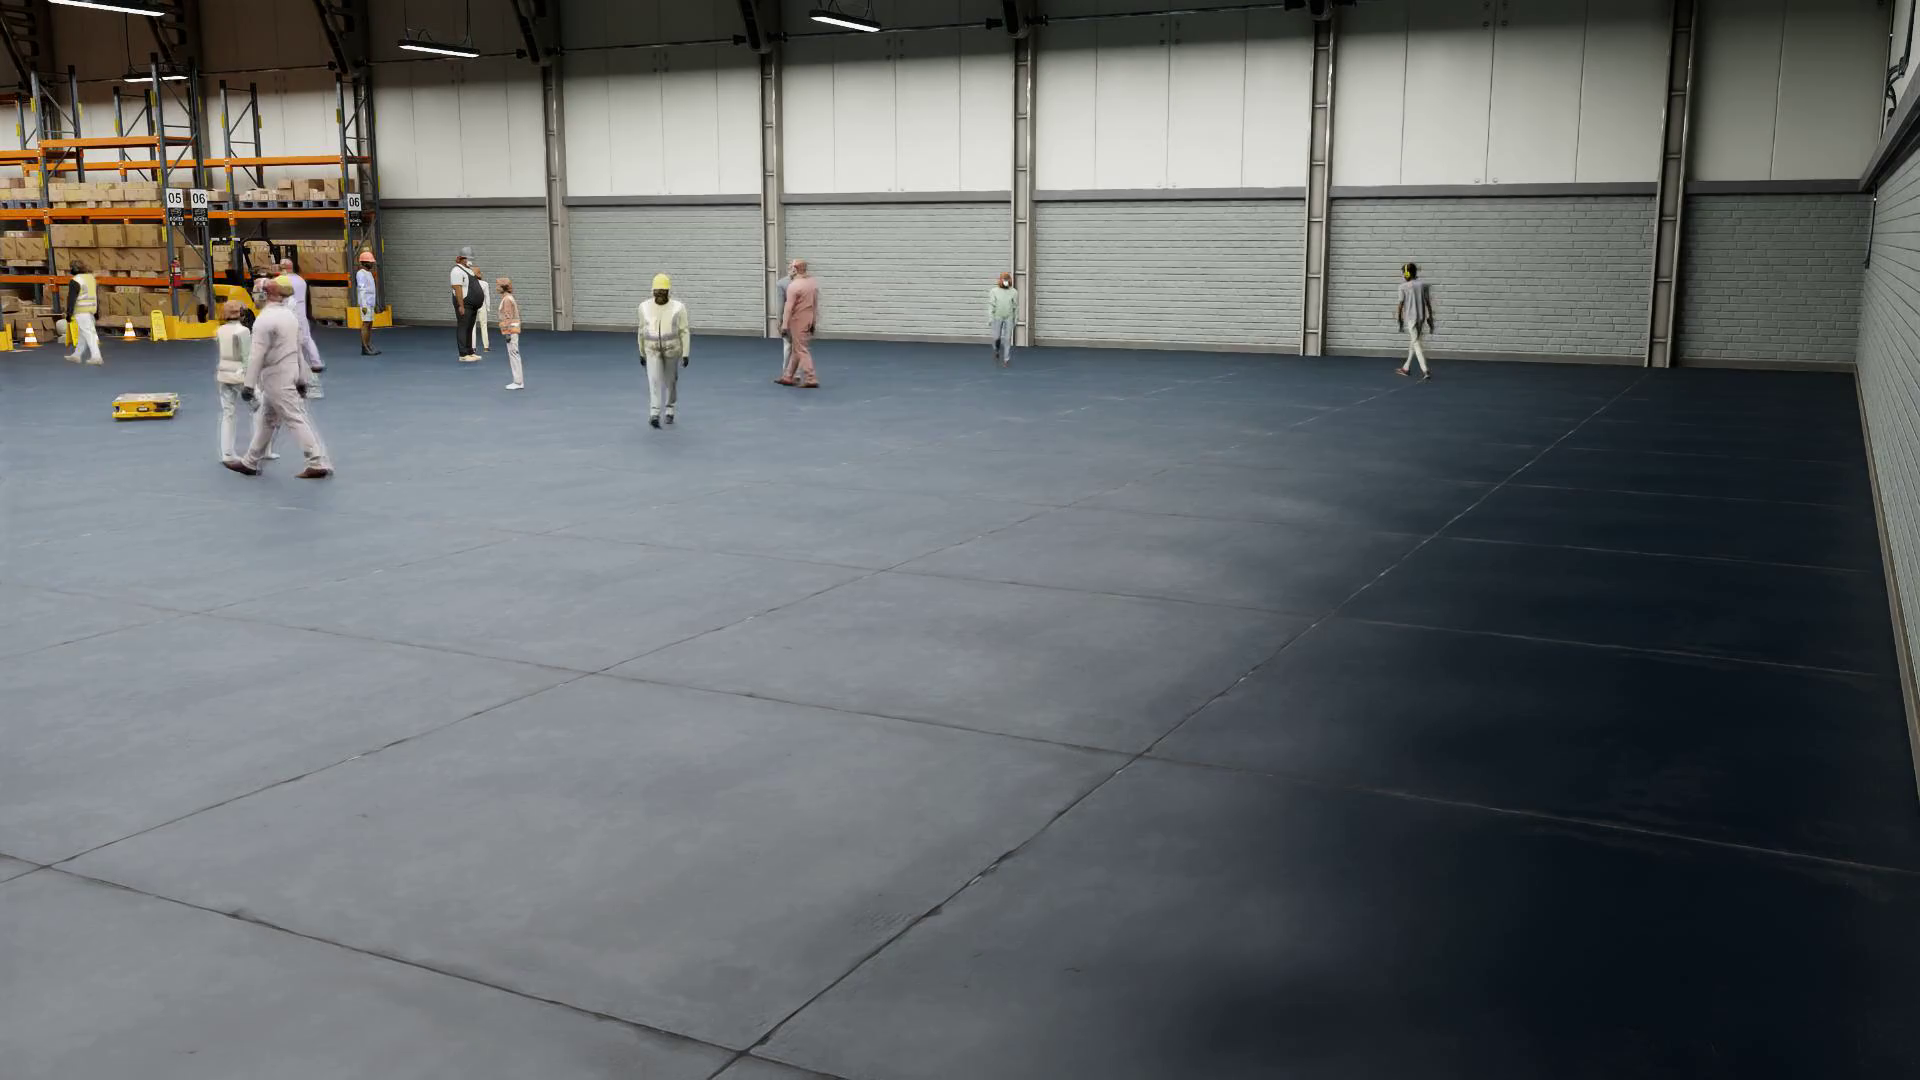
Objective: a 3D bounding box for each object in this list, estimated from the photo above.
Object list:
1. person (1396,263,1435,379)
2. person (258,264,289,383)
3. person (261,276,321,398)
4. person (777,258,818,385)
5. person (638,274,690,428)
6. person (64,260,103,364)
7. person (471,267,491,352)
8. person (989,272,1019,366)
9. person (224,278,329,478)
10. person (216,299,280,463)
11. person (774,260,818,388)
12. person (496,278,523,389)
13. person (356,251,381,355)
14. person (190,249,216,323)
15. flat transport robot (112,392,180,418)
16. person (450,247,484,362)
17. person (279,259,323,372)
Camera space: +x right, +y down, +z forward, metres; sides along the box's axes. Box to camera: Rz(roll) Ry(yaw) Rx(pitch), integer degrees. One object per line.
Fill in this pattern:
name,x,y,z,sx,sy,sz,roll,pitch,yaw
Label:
person,7.186,-3.449,26.225,0.569,1.805,0.994,-3,11,-14
person,-10.352,-3.265,25.149,0.819,1.821,0.571,-4,11,-20
person,-9.188,-2.744,22.661,0.912,1.694,0.492,-7,13,-34
person,-2.483,-3.323,25.301,0.639,1.878,1.019,-2,11,-11
person,-3.485,-2.219,19.553,0.612,1.776,0.943,-1,10,-4
person,-15.401,-3.978,29.070,0.791,1.807,0.652,1,10,3
person,-9.315,-4.445,32.091,0.498,1.633,0.278,-1,10,-8
person,0.751,-3.798,28.576,0.524,1.619,0.413,-1,10,-5
person,-6.351,-1.485,15.366,1.040,1.847,0.666,0,10,-1
person,-7.099,-1.569,16.468,0.527,1.608,0.639,6,12,30
person,-2.441,-3.180,24.535,0.822,1.867,0.671,4,11,21
person,-6.590,-3.015,24.328,0.322,1.627,0.528,-3,11,-15
person,-11.085,-4.432,31.195,0.374,1.935,0.552,-1,10,-3
person,-17.521,-5.771,38.450,0.467,1.949,0.641,6,12,28
flat transport robot,-10.176,-1.693,20.806,0.652,0.197,1.431,-4,11,-21
person,-8.778,-4.215,29.728,0.536,2.000,0.672,0,10,2
person,-10.914,-3.650,27.177,1.012,1.856,0.643,3,11,17
